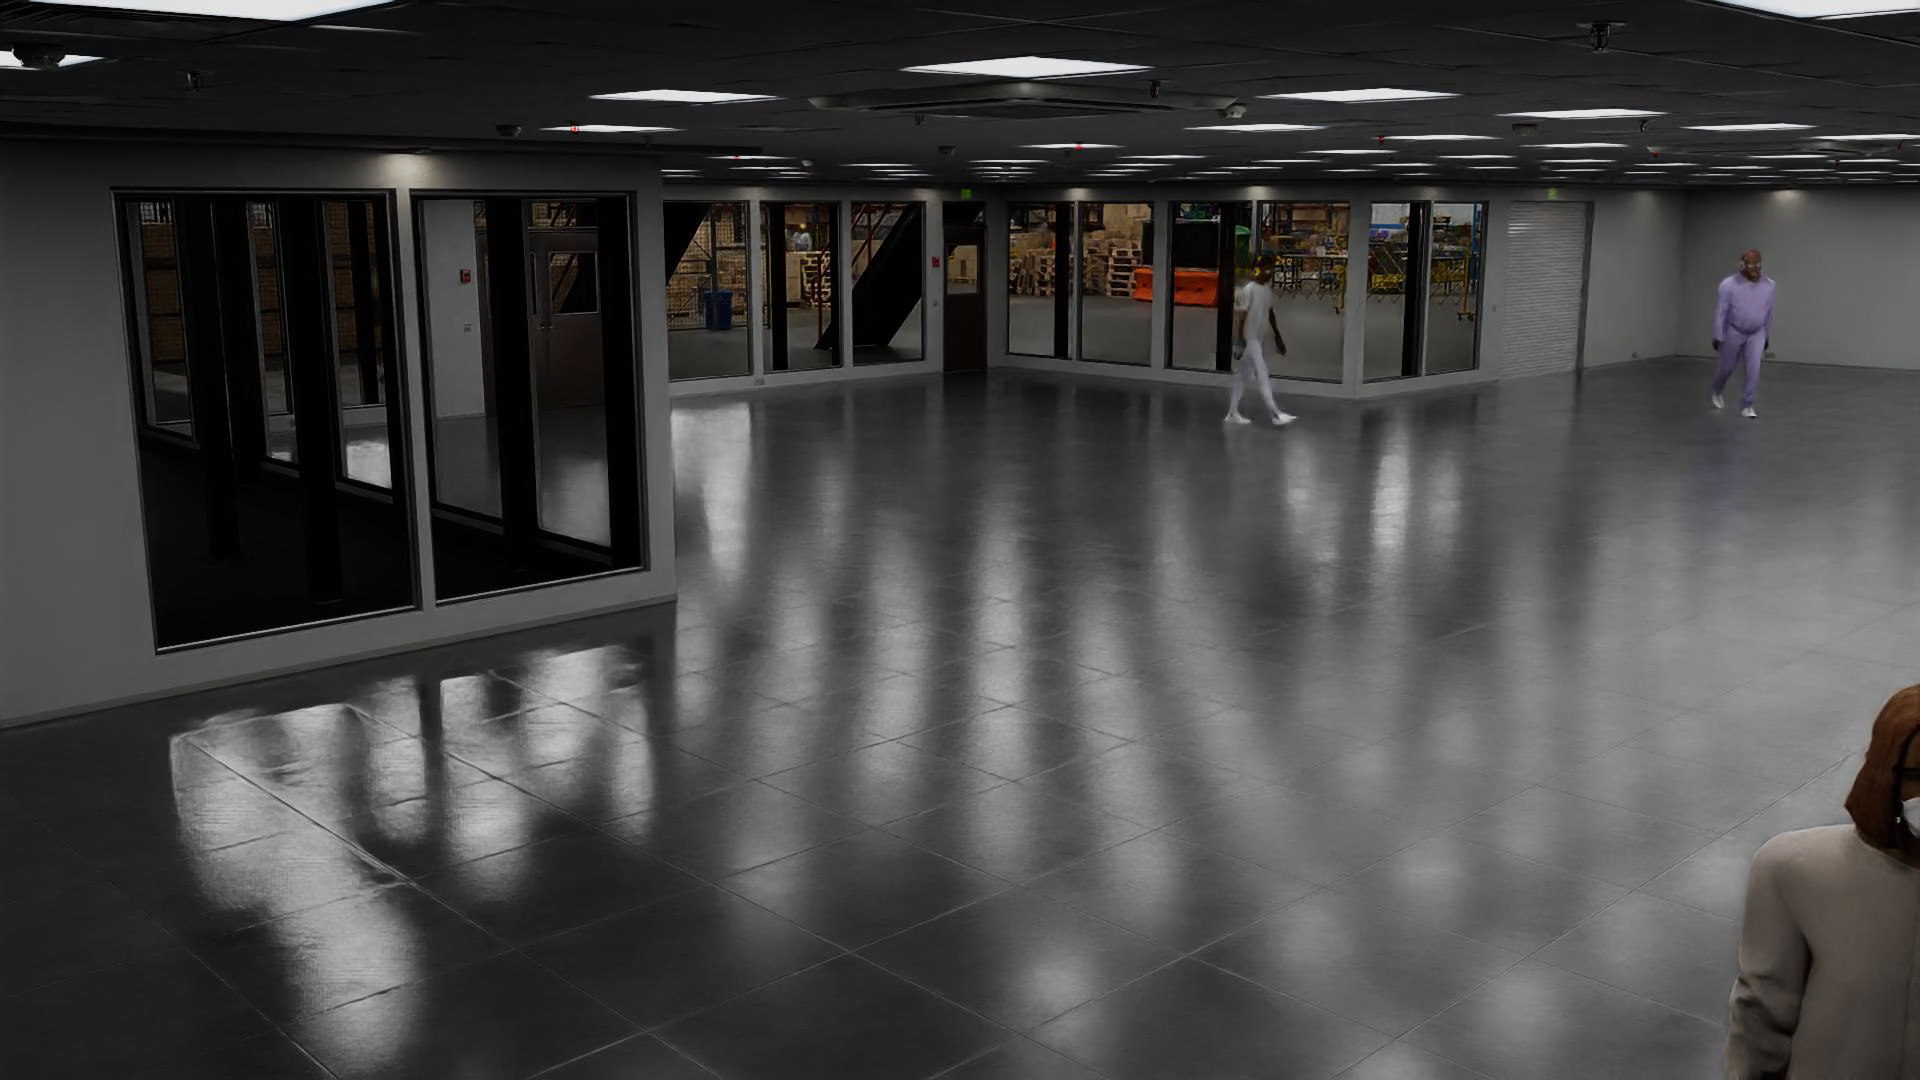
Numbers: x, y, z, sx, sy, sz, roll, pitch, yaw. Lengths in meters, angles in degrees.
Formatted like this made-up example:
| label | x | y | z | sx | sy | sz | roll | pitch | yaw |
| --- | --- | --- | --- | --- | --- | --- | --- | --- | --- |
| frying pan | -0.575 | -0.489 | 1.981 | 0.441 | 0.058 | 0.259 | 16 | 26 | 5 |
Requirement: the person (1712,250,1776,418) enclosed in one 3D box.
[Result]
| label | x | y | z | sx | sy | sz | roll | pitch | yaw |
| --- | --- | --- | --- | --- | --- | --- | --- | --- | --- |
| person | 8.835 | -2.349 | 18.833 | 0.647 | 1.875 | 0.859 | 1 | 11 | 6 |

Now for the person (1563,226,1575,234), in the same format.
| label | x | y | z | sx | sy | sz | roll | pitch | yaw |
| --- | --- | --- | --- | --- | --- | --- | --- | --- | --- |
| person | 28.100 | -13.898 | 76.670 | 0.655 | 1.885 | 0.647 | -7 | 13 | -31 |

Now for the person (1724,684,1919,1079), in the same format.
| label | x | y | z | sx | sy | sz | roll | pitch | yaw |
| --- | --- | --- | --- | --- | --- | --- | --- | --- | --- |
| person | 1.463 | 1.005 | 2.618 | 0.500 | 1.634 | 0.286 | 5 | 12 | 25 |

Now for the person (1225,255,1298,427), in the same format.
| label | x | y | z | sx | sy | sz | roll | pitch | yaw |
| --- | --- | --- | --- | --- | --- | --- | --- | --- | --- |
| person | 3.265 | -2.119 | 17.784 | 0.949 | 1.823 | 0.543 | 8 | 14 | 34 |
